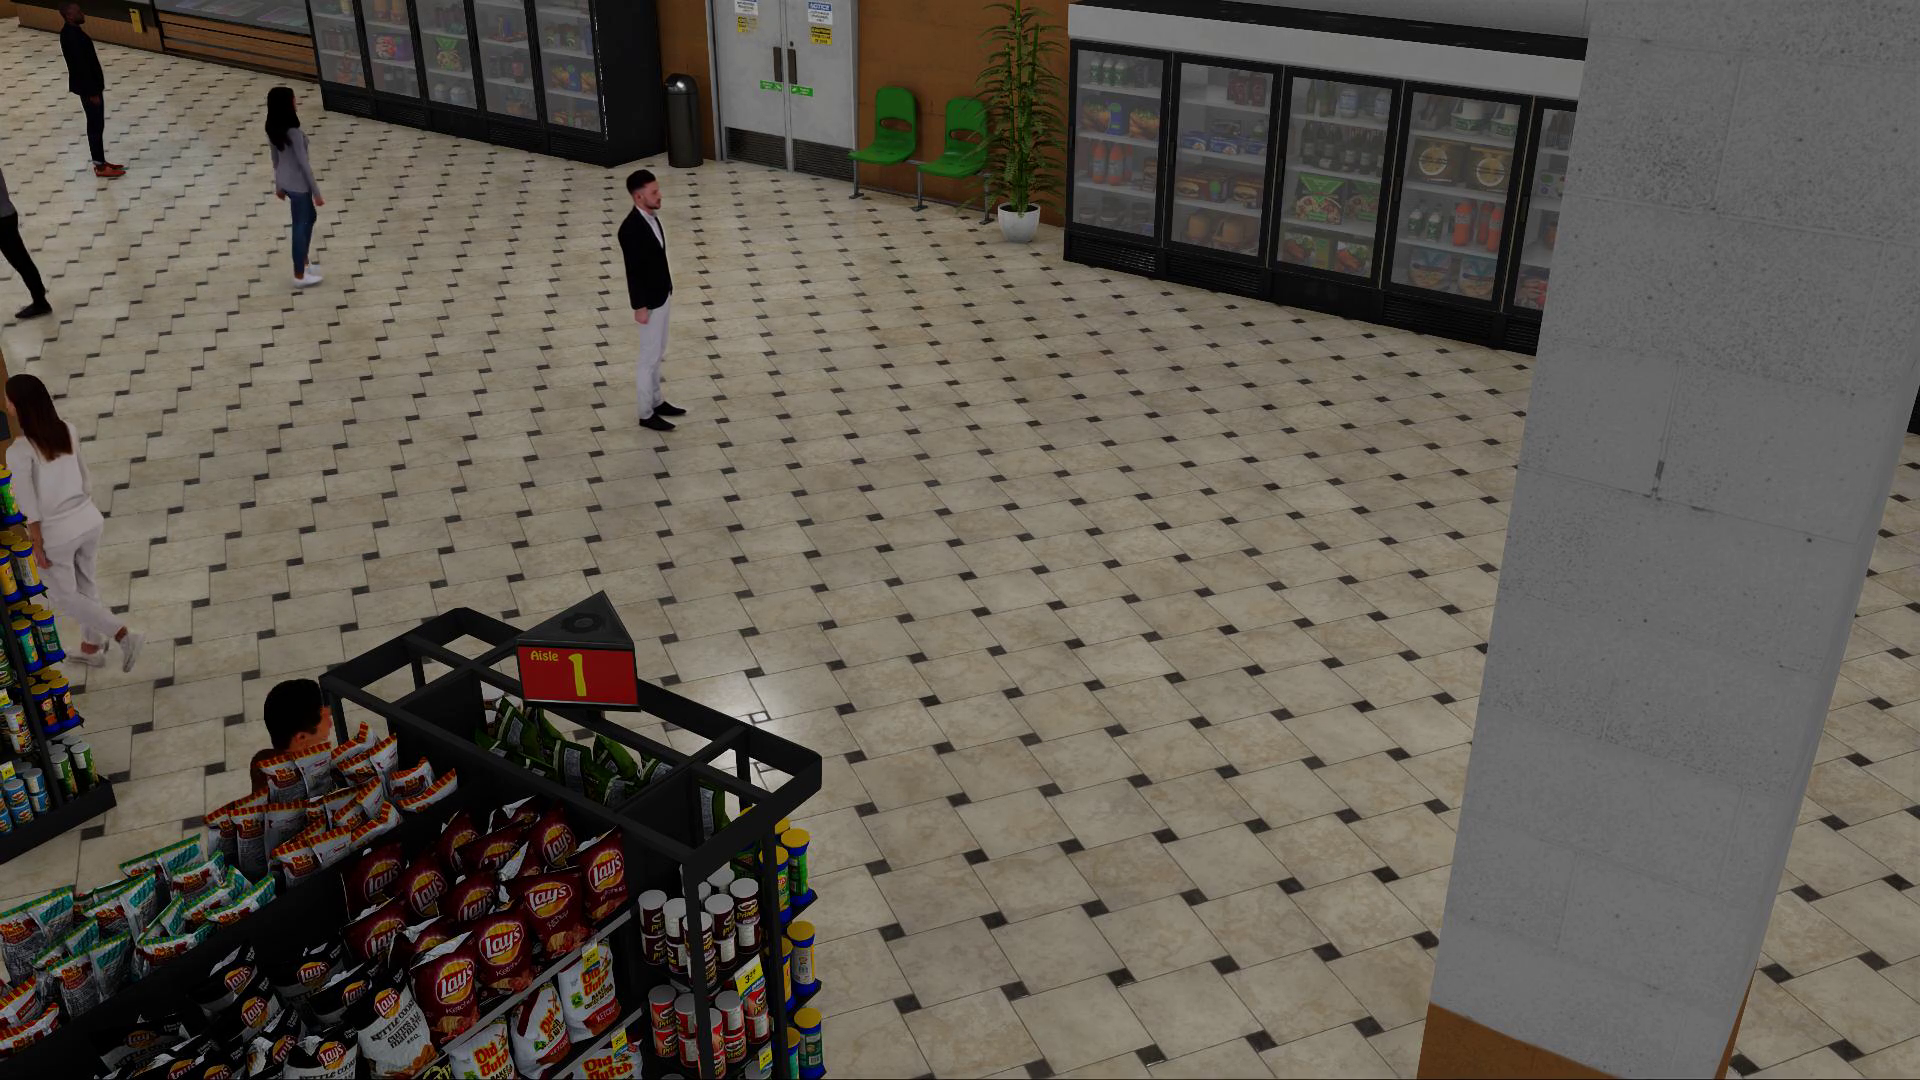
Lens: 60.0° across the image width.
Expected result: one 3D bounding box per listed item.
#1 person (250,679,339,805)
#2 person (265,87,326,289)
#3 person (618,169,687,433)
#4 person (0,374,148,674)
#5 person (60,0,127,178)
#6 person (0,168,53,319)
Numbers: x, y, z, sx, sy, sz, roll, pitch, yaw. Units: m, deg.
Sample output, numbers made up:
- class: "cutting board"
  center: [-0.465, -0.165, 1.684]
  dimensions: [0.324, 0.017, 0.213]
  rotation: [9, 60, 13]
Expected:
- class: "person"
  center: [-2.310, 1.312, 5.794]
  dimensions: [0.689, 1.756, 0.703]
  rotation: [15, 30, 26]
- class: "person"
  center: [-5.833, -3.013, 14.361]
  dimensions: [0.626, 1.721, 0.623]
  rotation: [20, 33, 34]
- class: "person"
  center: [-2.175, -1.677, 11.596]
  dimensions: [0.784, 1.840, 0.650]
  rotation: [3, 27, 5]
- class: "person"
  center: [-4.552, -0.047, 8.564]
  dimensions: [0.842, 1.675, 0.909]
  rotation: [8, 28, 15]
- class: "person"
  center: [-9.360, -4.836, 17.849]
  dimensions: [0.760, 1.818, 0.782]
  rotation: [-14, 30, -25]
- class: "person"
  center: [-7.845, -2.672, 13.676]
  dimensions: [0.674, 1.733, 0.917]
  rotation: [21, 34, 35]
